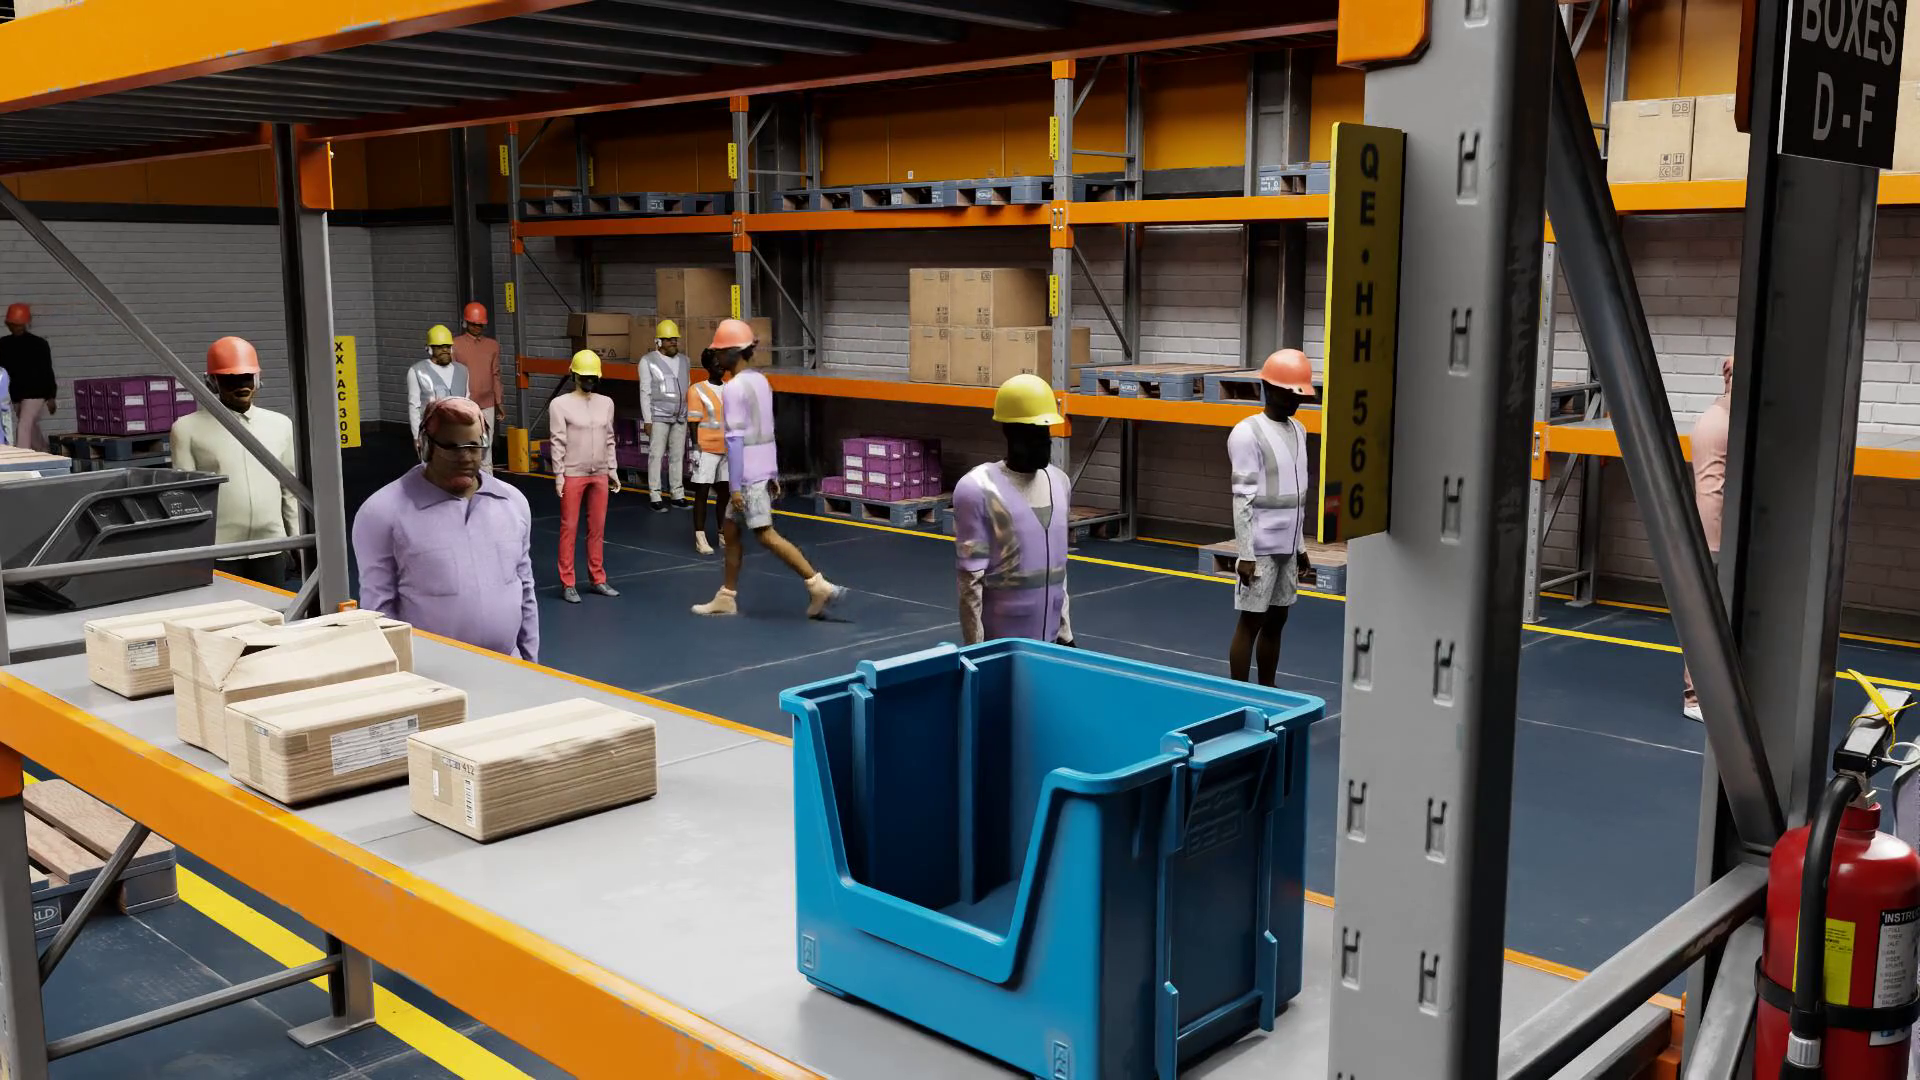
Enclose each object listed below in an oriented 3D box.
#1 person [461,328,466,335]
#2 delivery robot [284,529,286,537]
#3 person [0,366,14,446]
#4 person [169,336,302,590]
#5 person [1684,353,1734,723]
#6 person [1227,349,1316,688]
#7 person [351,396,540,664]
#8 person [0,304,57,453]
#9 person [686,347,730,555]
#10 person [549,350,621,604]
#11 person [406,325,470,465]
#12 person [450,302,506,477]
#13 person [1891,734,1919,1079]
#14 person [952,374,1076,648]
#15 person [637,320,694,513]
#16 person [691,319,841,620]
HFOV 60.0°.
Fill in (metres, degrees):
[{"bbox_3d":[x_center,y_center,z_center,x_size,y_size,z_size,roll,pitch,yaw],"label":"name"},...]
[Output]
[{"bbox_3d":[-5.715,-1.666,19.470,0.279,1.634,0.499,9,13,43],"label":"person"},{"bbox_3d":[-5.290,-0.036,12.489,0.707,0.478,0.477,0,9,-1],"label":"delivery robot"},{"bbox_3d":[-7.557,-0.724,12.801,0.373,1.928,0.543,9,13,43],"label":"person"},{"bbox_3d":[-3.442,0.026,7.988,0.379,1.996,0.611,9,13,43],"label":"person"},{"bbox_3d":[3.960,-0.011,8.488,0.407,1.910,0.639,9,13,43],"label":"person"},{"bbox_3d":[1.559,0.023,8.215,0.373,1.928,0.543,9,13,43],"label":"person"},{"bbox_3d":[-1.665,0.470,5.562,0.407,1.902,0.639,9,13,43],"label":"person"},{"bbox_3d":[-9.911,-1.491,17.443,0.650,1.933,0.977,3,10,18],"label":"person"},{"bbox_3d":[-1.989,-0.735,13.567,0.320,1.697,0.532,9,13,43],"label":"person"},{"bbox_3d":[-2.606,-0.446,11.617,0.327,1.760,0.524,9,13,43],"label":"person"},{"bbox_3d":[-4.480,-0.943,14.427,0.403,1.834,0.589,9,13,43],"label":"person"},{"bbox_3d":[-4.809,-1.362,16.534,0.393,1.985,0.611,9,13,43],"label":"person"},{"bbox_3d":[1.732,0.898,2.787,0.389,1.949,0.604,9,13,43],"label":"person"},{"bbox_3d":[0.229,0.342,6.259,0.369,1.928,0.586,9,13,43],"label":"person"},{"bbox_3d":[-2.780,-1.183,15.897,0.403,1.834,0.589,9,13,43],"label":"person"},{"bbox_3d":[-1.275,-0.443,10.899,1.001,2.006,0.619,2,9,10],"label":"person"}]
